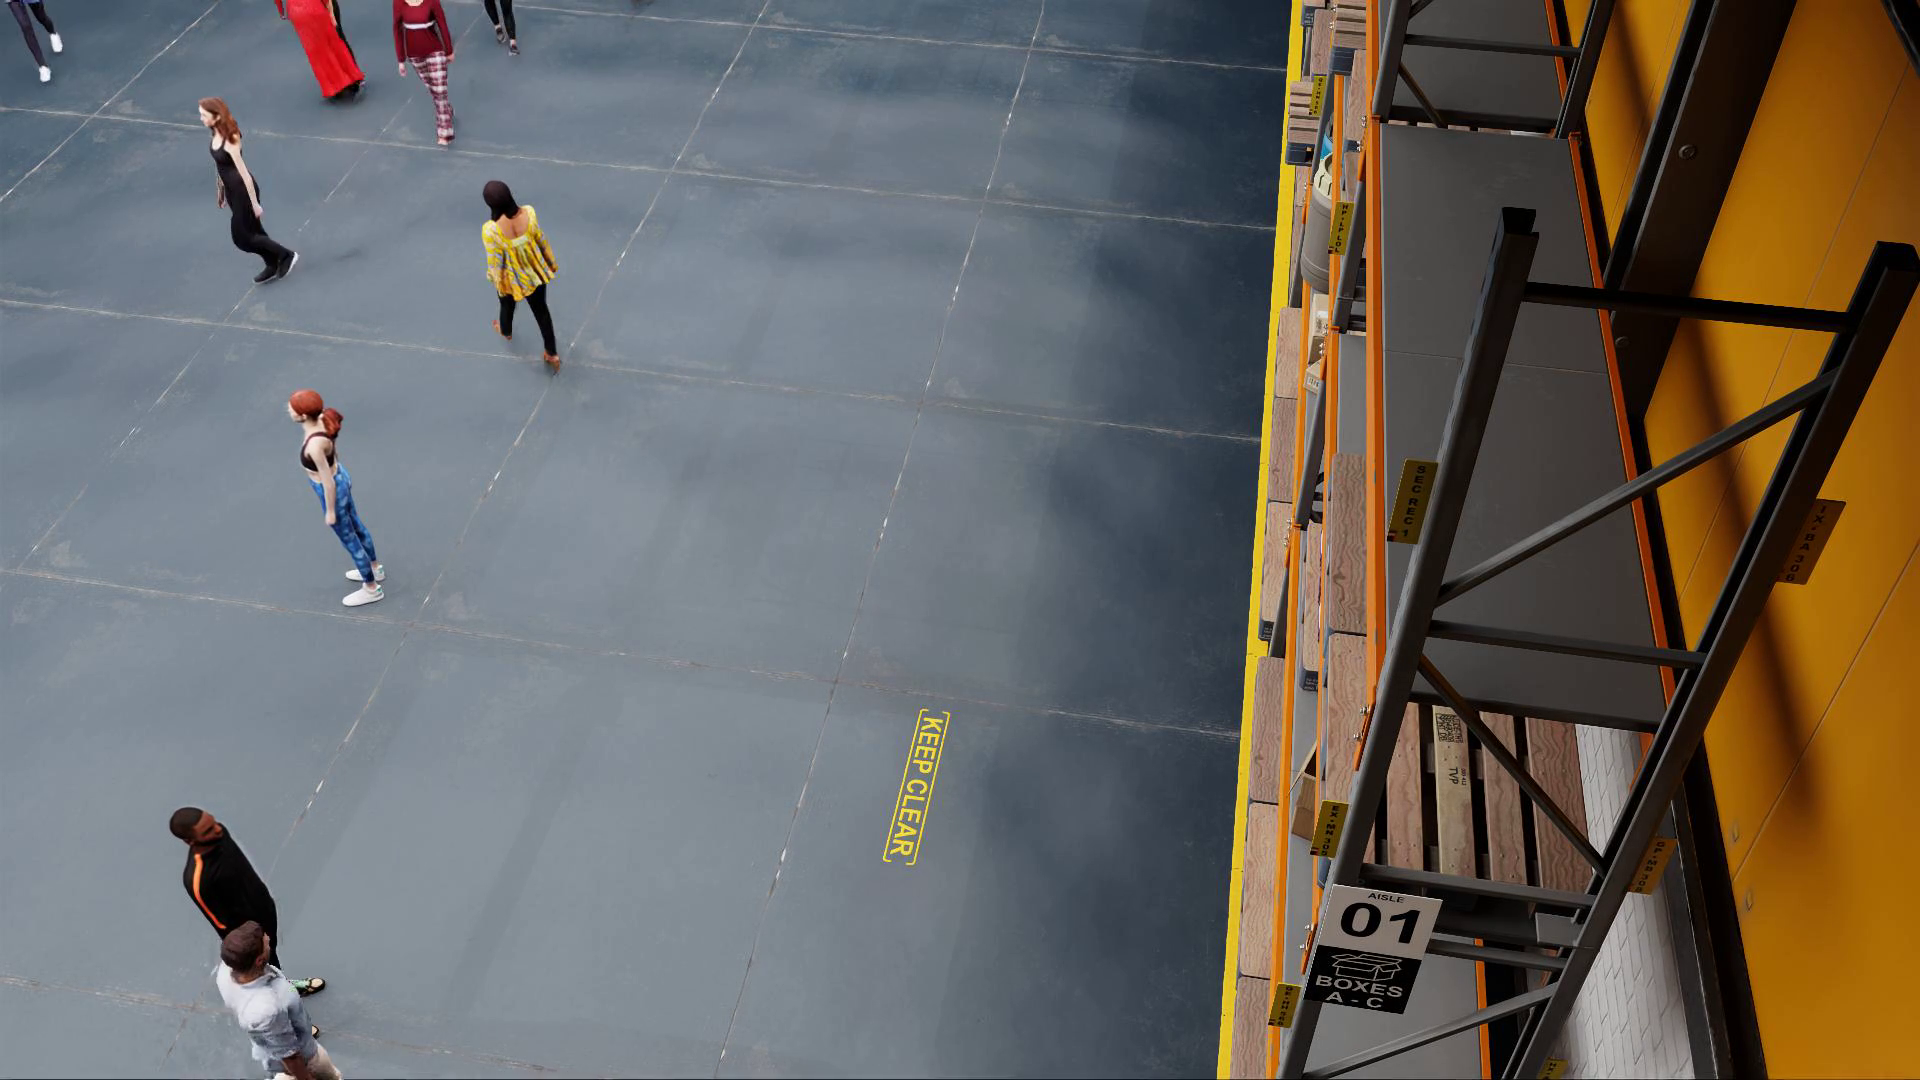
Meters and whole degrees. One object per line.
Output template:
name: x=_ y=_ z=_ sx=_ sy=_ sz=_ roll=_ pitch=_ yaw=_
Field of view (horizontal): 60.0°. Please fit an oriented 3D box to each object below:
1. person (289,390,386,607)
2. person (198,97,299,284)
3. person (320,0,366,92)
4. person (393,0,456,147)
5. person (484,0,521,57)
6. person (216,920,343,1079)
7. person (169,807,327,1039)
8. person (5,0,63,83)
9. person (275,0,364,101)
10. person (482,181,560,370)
person: x=-4.157 y=-0.293 z=11.086 sx=0.707 sy=1.785 sz=0.622 roll=-6 pitch=44 yaw=-6
person: x=-5.909 y=-2.932 z=13.886 sx=0.835 sy=1.733 sz=0.769 roll=-31 pitch=52 yaw=-28
person: x=-6.252 y=-5.235 z=16.373 sx=0.612 sy=1.637 sz=0.632 roll=22 pitch=48 yaw=21
person: x=-5.036 y=-4.632 z=15.721 sx=0.747 sy=1.664 sz=1.064 roll=0 pitch=44 yaw=0
person: x=-4.822 y=-5.840 z=16.996 sx=0.932 sy=1.665 sz=1.145 roll=-13 pitch=45 yaw=-14
person: x=-3.371 y=2.506 z=8.107 sx=1.046 sy=1.831 sz=0.944 roll=-33 pitch=52 yaw=-30
person: x=-3.742 y=1.979 z=8.677 sx=0.739 sy=1.808 sz=0.577 roll=-5 pitch=44 yaw=-6
person: x=-9.395 y=-5.577 z=16.634 sx=1.023 sy=1.773 sz=1.237 roll=-14 pitch=45 yaw=-15
person: x=-6.312 y=-5.091 z=16.142 sx=0.913 sy=1.758 sz=0.939 roll=-8 pitch=44 yaw=-8
person: x=-3.395 y=-2.035 z=13.026 sx=1.079 sy=1.620 sz=1.116 roll=-29 pitch=51 yaw=-27
